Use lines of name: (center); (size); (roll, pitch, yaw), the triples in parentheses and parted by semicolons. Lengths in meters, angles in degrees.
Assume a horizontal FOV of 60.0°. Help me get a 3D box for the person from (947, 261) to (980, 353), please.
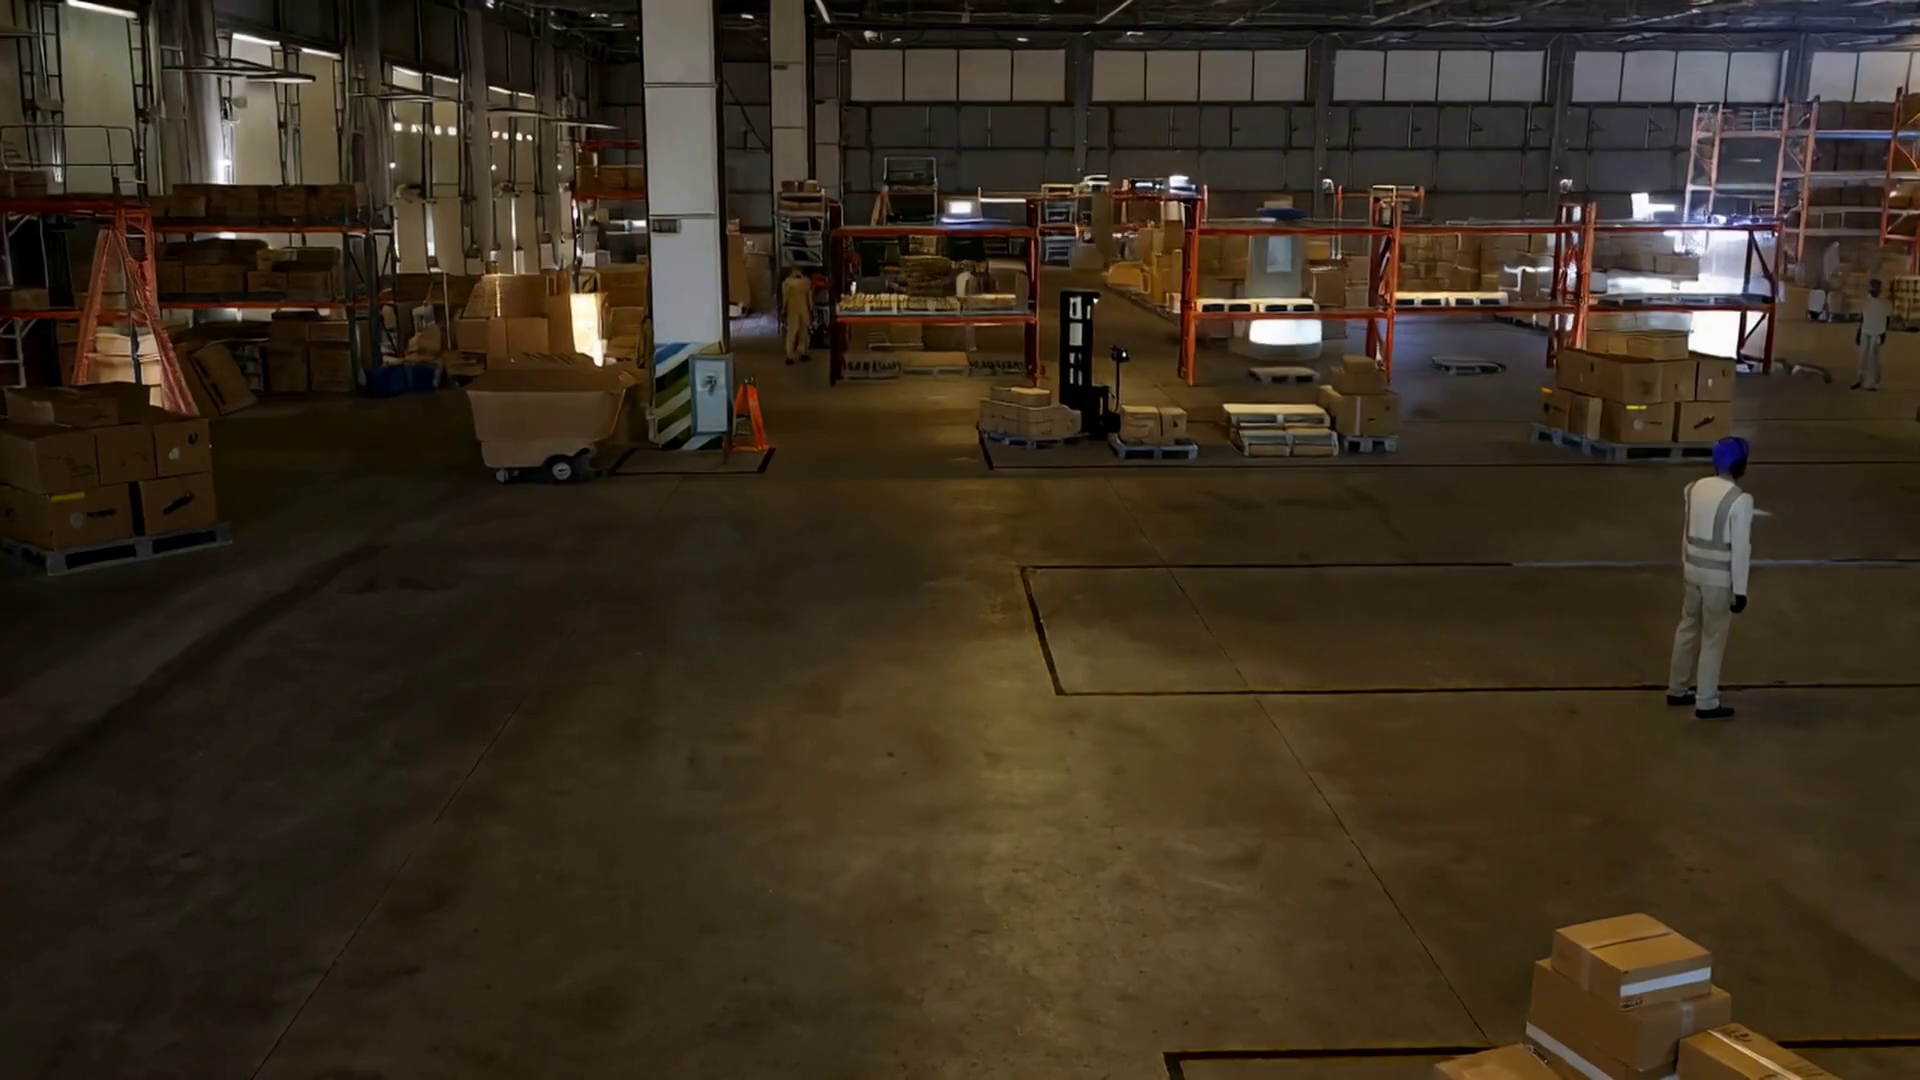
person: (0.096, -4.607, 32.911); (0.589, 1.831, 0.630); (-8, 15, -33)

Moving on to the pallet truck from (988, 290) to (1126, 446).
pallet truck: (1.257, -2.299, 22.111); (1.885, 1.965, 0.823); (-9, 15, -35)

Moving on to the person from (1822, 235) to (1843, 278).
person: (22.250, -6.789, 42.425); (0.638, 1.972, 0.498); (-9, 15, -35)

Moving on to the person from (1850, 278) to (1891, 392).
person: (14.921, -3.357, 27.215); (0.325, 1.860, 0.507); (-6, 14, -27)

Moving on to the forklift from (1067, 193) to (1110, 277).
forklift: (4.689, -10.424, 56.787); (1.873, 2.768, 1.129); (-2, 13, -8)

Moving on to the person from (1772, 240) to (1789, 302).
person: (22.598, -7.407, 45.857); (0.541, 1.696, 0.316); (-8, 15, -32)

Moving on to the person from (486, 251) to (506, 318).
person: (-11.448, -6.268, 40.869); (0.522, 1.631, 0.324); (11, 17, 42)

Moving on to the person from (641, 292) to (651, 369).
person: (-4.321, -2.667, 23.955); (0.584, 1.917, 0.383); (-9, 15, -35)

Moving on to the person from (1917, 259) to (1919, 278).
person: (26.143, -7.232, 45.076); (0.550, 1.683, 0.366); (-7, 14, -28)

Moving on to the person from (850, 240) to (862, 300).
person: (-2.880, -7.447, 46.040); (0.315, 1.696, 0.540); (-2, 13, -8)

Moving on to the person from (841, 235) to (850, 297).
person: (-3.391, -7.759, 46.958); (0.607, 1.905, 0.422); (6, 14, 26)

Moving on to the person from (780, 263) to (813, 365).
person: (-3.085, -4.258, 31.245); (0.566, 1.888, 0.801); (11, 17, 42)

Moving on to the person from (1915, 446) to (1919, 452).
person: (12.555, -2.117, 21.189); (0.688, 2.000, 0.536); (-1, 13, -5)

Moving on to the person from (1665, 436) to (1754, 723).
person: (4.925, 0.252, 10.882); (0.354, 1.876, 0.574); (-3, 13, -15)

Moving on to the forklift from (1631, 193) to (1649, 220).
forklift: (23.419, -10.588, 57.525); (1.873, 2.768, 1.129); (9, 16, 36)

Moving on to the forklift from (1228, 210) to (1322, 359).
forklift: (6.157, -4.972, 32.169); (1.129, 2.768, 1.873); (-4, 13, -16)

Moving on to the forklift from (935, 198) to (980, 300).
forklift: (0.062, -8.114, 46.357); (1.129, 2.768, 1.873); (4, 13, 17)
